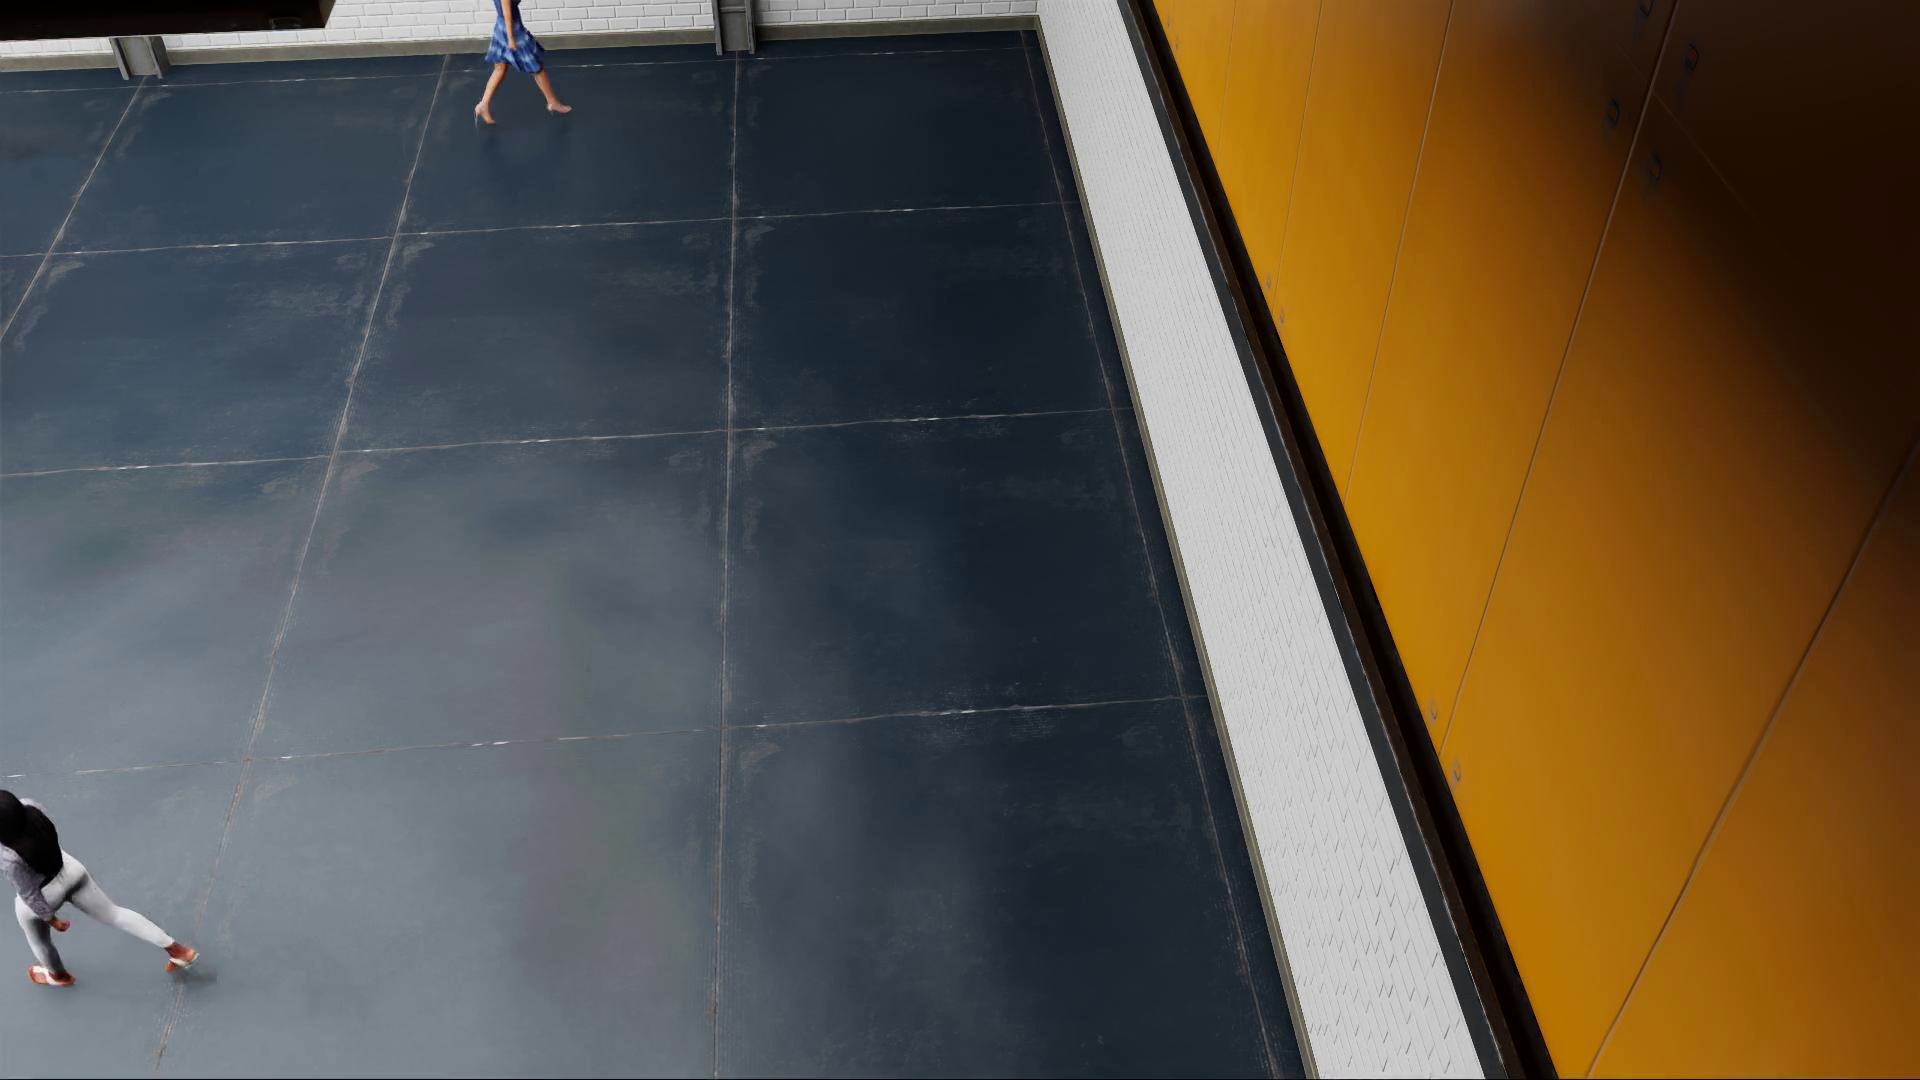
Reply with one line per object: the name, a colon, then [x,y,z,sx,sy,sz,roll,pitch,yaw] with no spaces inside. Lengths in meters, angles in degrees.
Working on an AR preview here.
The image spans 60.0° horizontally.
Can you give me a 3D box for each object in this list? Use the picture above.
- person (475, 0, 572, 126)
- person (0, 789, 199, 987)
person: [-4.284,-4.678,15.615,1.237,1.764,0.951,-21,48,-21]
person: [-4.692,1.861,8.811,1.245,1.682,0.770,6,44,6]
